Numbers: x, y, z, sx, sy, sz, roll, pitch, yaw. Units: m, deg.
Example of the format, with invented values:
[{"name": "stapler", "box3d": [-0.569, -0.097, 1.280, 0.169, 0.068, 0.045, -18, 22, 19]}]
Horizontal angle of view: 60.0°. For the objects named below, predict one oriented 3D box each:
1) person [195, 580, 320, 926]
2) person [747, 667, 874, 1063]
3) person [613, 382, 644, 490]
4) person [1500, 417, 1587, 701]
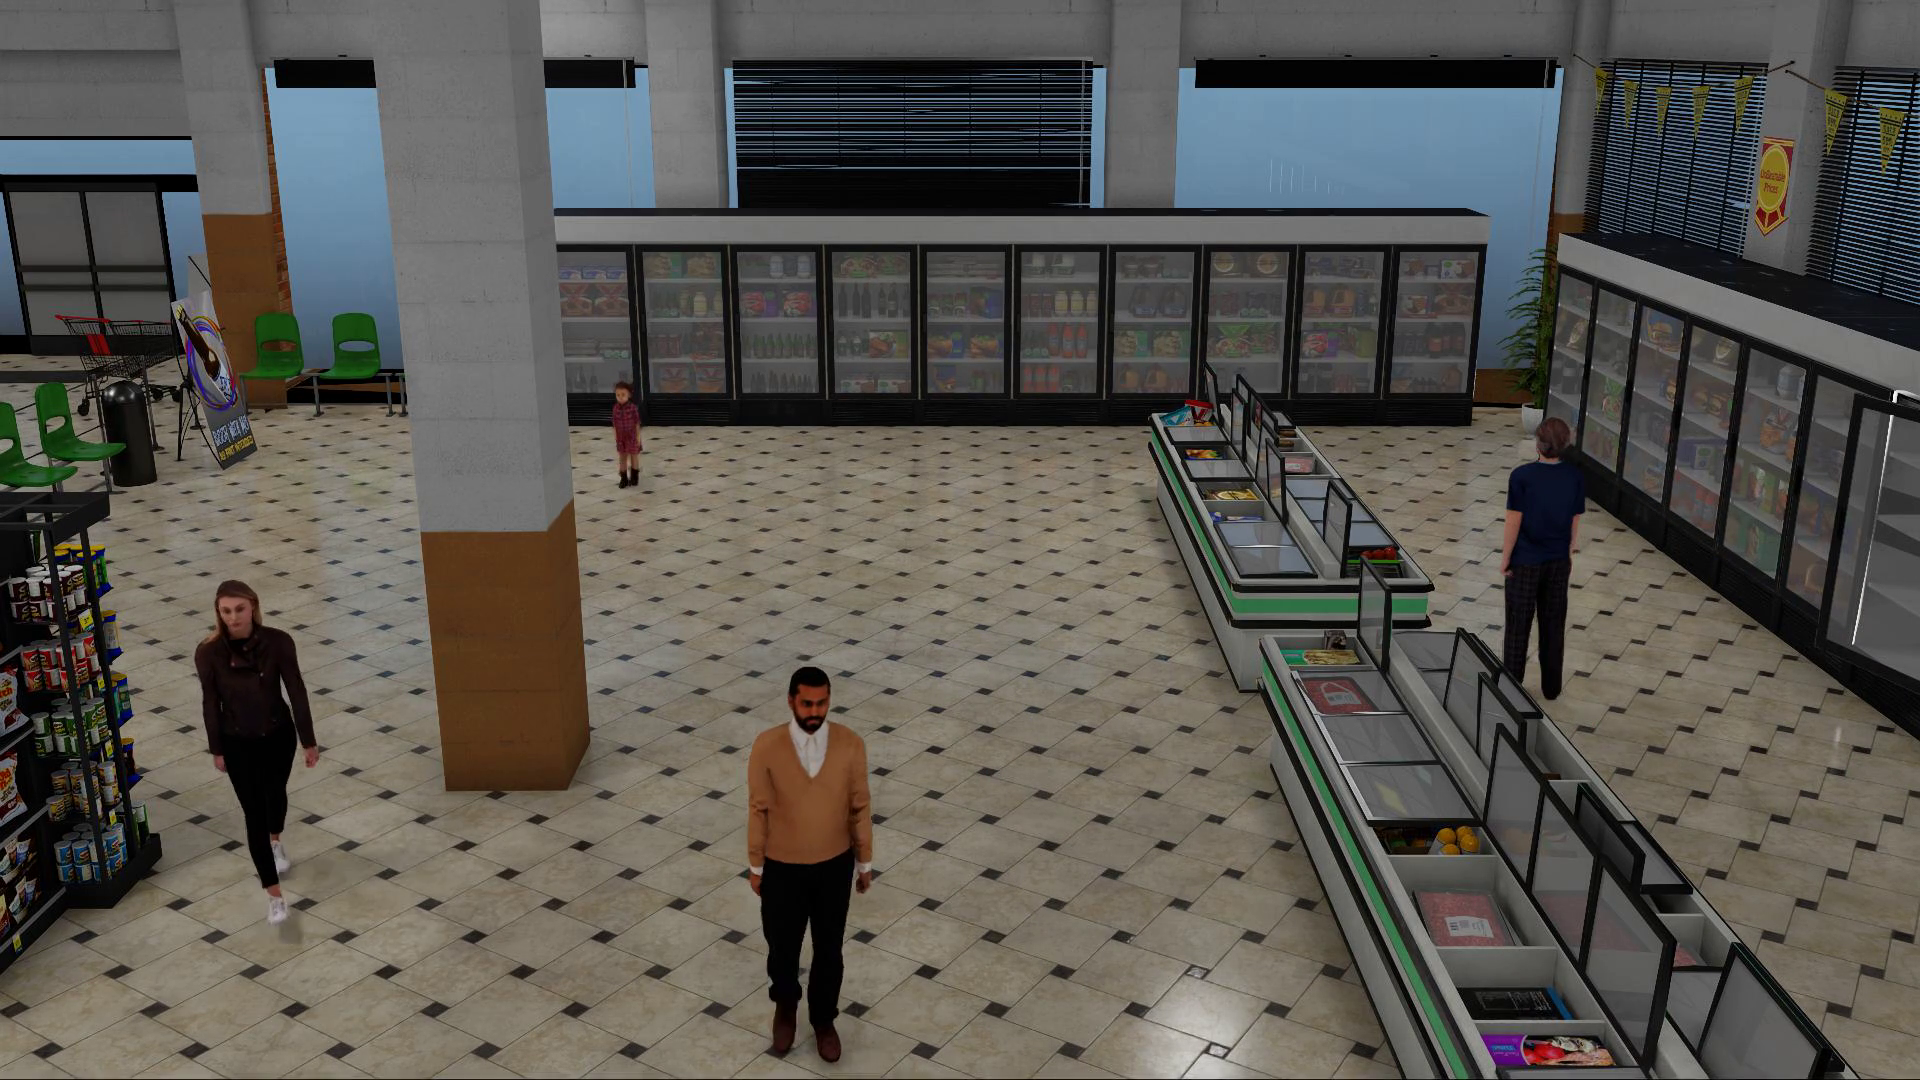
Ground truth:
[{"name": "person", "box3d": [-3.455, 0.987, 8.214, 0.988, 1.645, 1.237, -9, 19, -26]}, {"name": "person", "box3d": [-0.645, 1.320, 6.952, 0.730, 1.741, 0.711, -4, 17, -13]}, {"name": "person", "box3d": [-3.157, -1.023, 15.926, 0.430, 1.009, 0.552, 0, 17, -1]}, {"name": "person", "box3d": [3.716, 0.134, 10.632, 0.653, 1.872, 0.537, 0, 17, 0]}]
